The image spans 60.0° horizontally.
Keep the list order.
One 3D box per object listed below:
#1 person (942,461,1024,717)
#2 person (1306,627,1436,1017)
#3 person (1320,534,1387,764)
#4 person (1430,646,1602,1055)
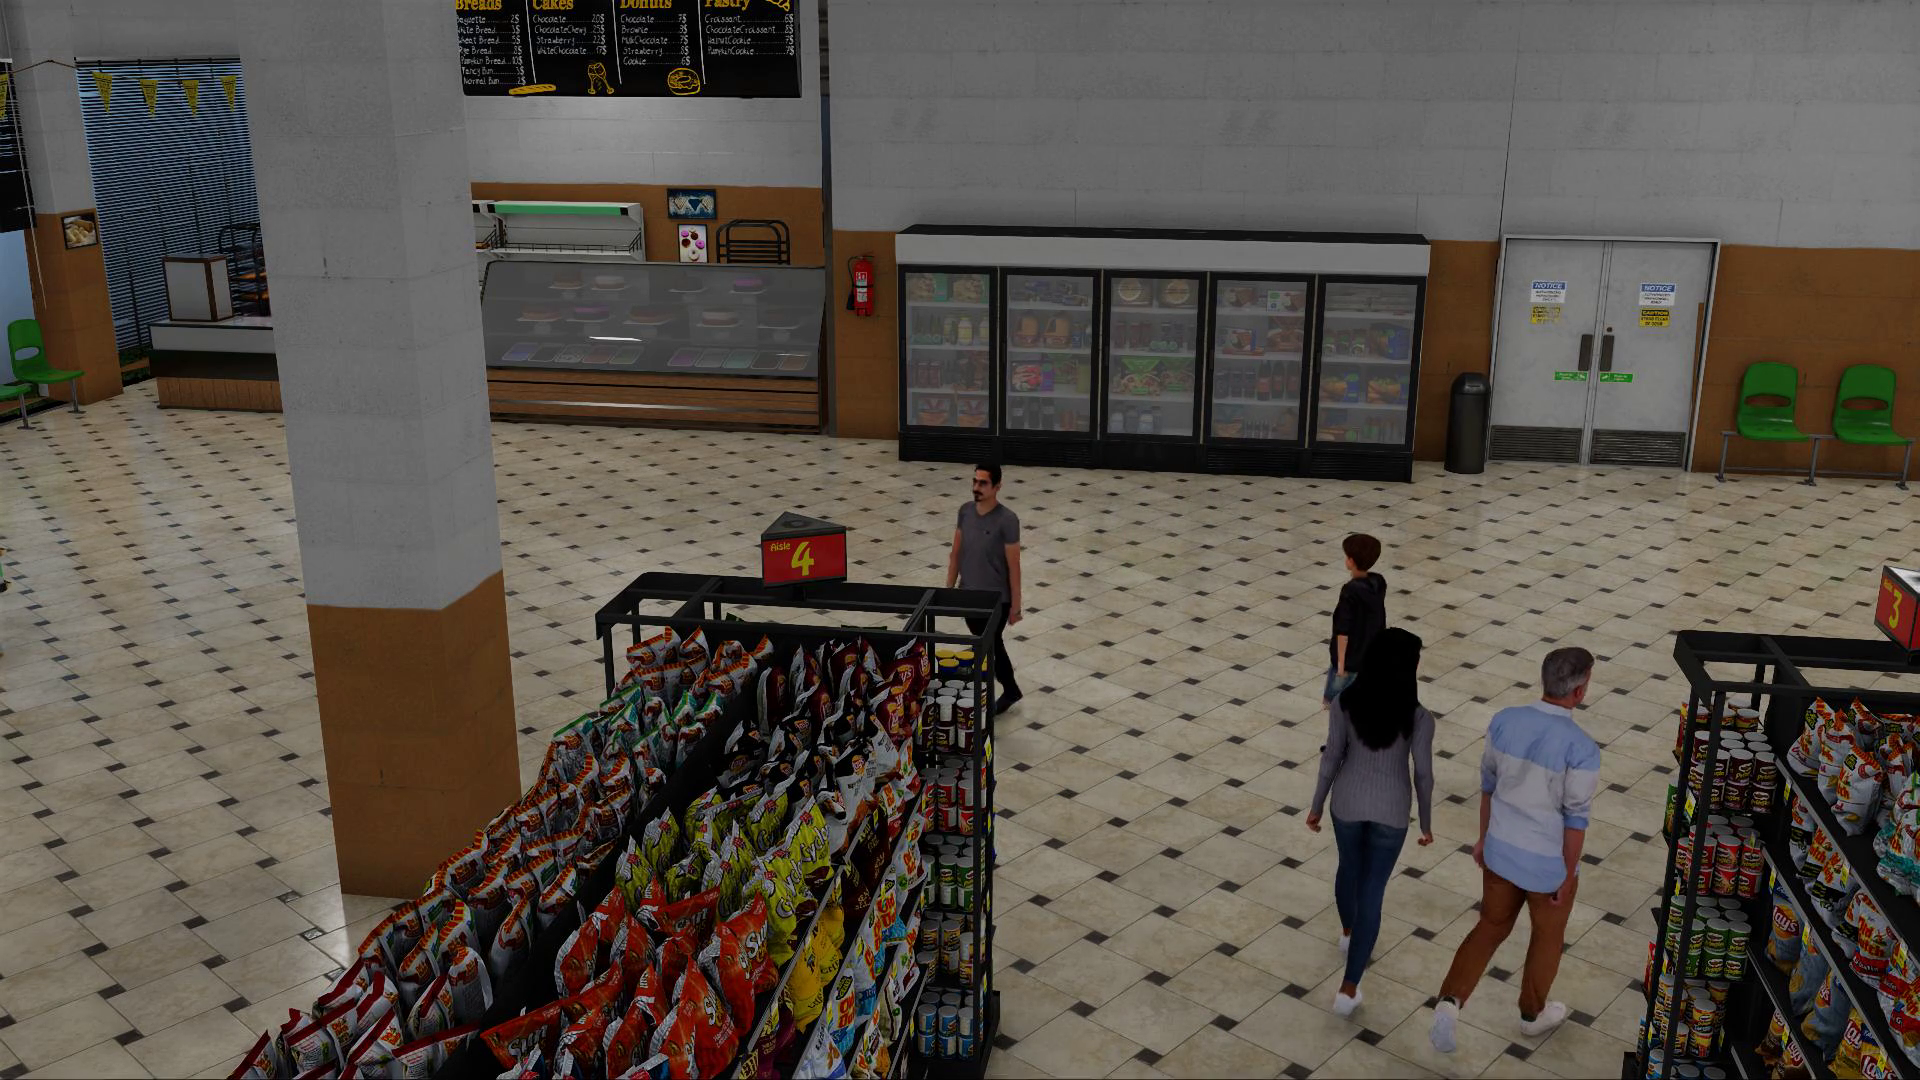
[{"bbox_3d":[0.205,0.351,10.252,1.028,1.715,1.228,15,22,40],"label":"person"},{"bbox_3d":[1.784,1.260,7.301,0.897,1.690,1.141,8,19,26],"label":"person"},{"bbox_3d":[2.332,0.673,9.673,0.773,1.435,0.824,-13,21,-36],"label":"person"},{"bbox_3d":[2.320,1.329,6.890,1.178,1.797,1.092,-13,21,-37],"label":"person"}]
